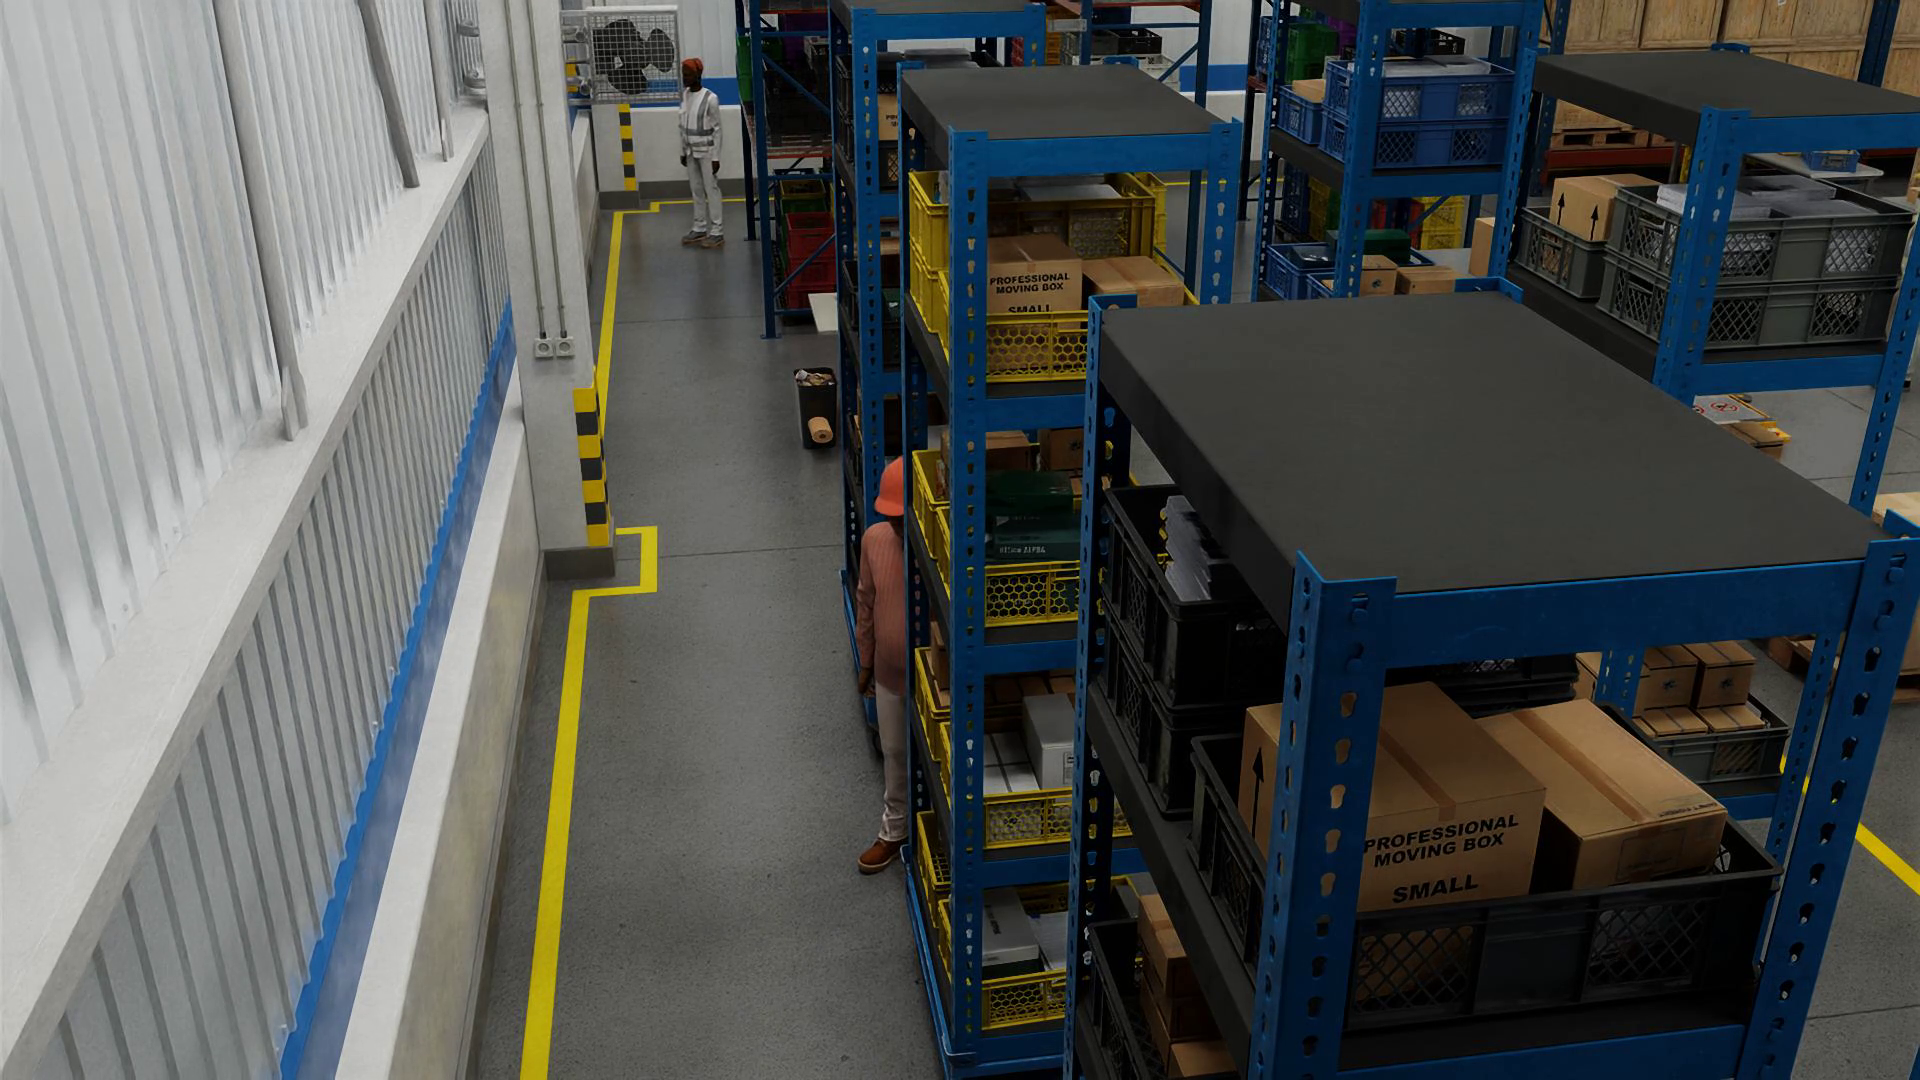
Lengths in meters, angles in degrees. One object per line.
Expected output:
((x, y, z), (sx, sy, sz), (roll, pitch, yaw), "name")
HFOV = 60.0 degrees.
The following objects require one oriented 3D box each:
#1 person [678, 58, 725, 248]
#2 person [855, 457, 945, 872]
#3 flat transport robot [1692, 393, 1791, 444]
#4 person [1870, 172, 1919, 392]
((-2.636, -3.923, 16.879), (0.577, 1.882, 0.349), (21, 32, 38), "person")
((-0.187, 0.571, 6.979), (0.625, 1.990, 0.394), (16, 29, 30), "person")
((5.224, -0.859, 12.132), (1.431, 0.197, 0.652), (-4, 25, -8), "flat transport robot")
((7.413, -2.063, 12.898), (0.404, 1.828, 0.603), (10, 26, 20), "person")
